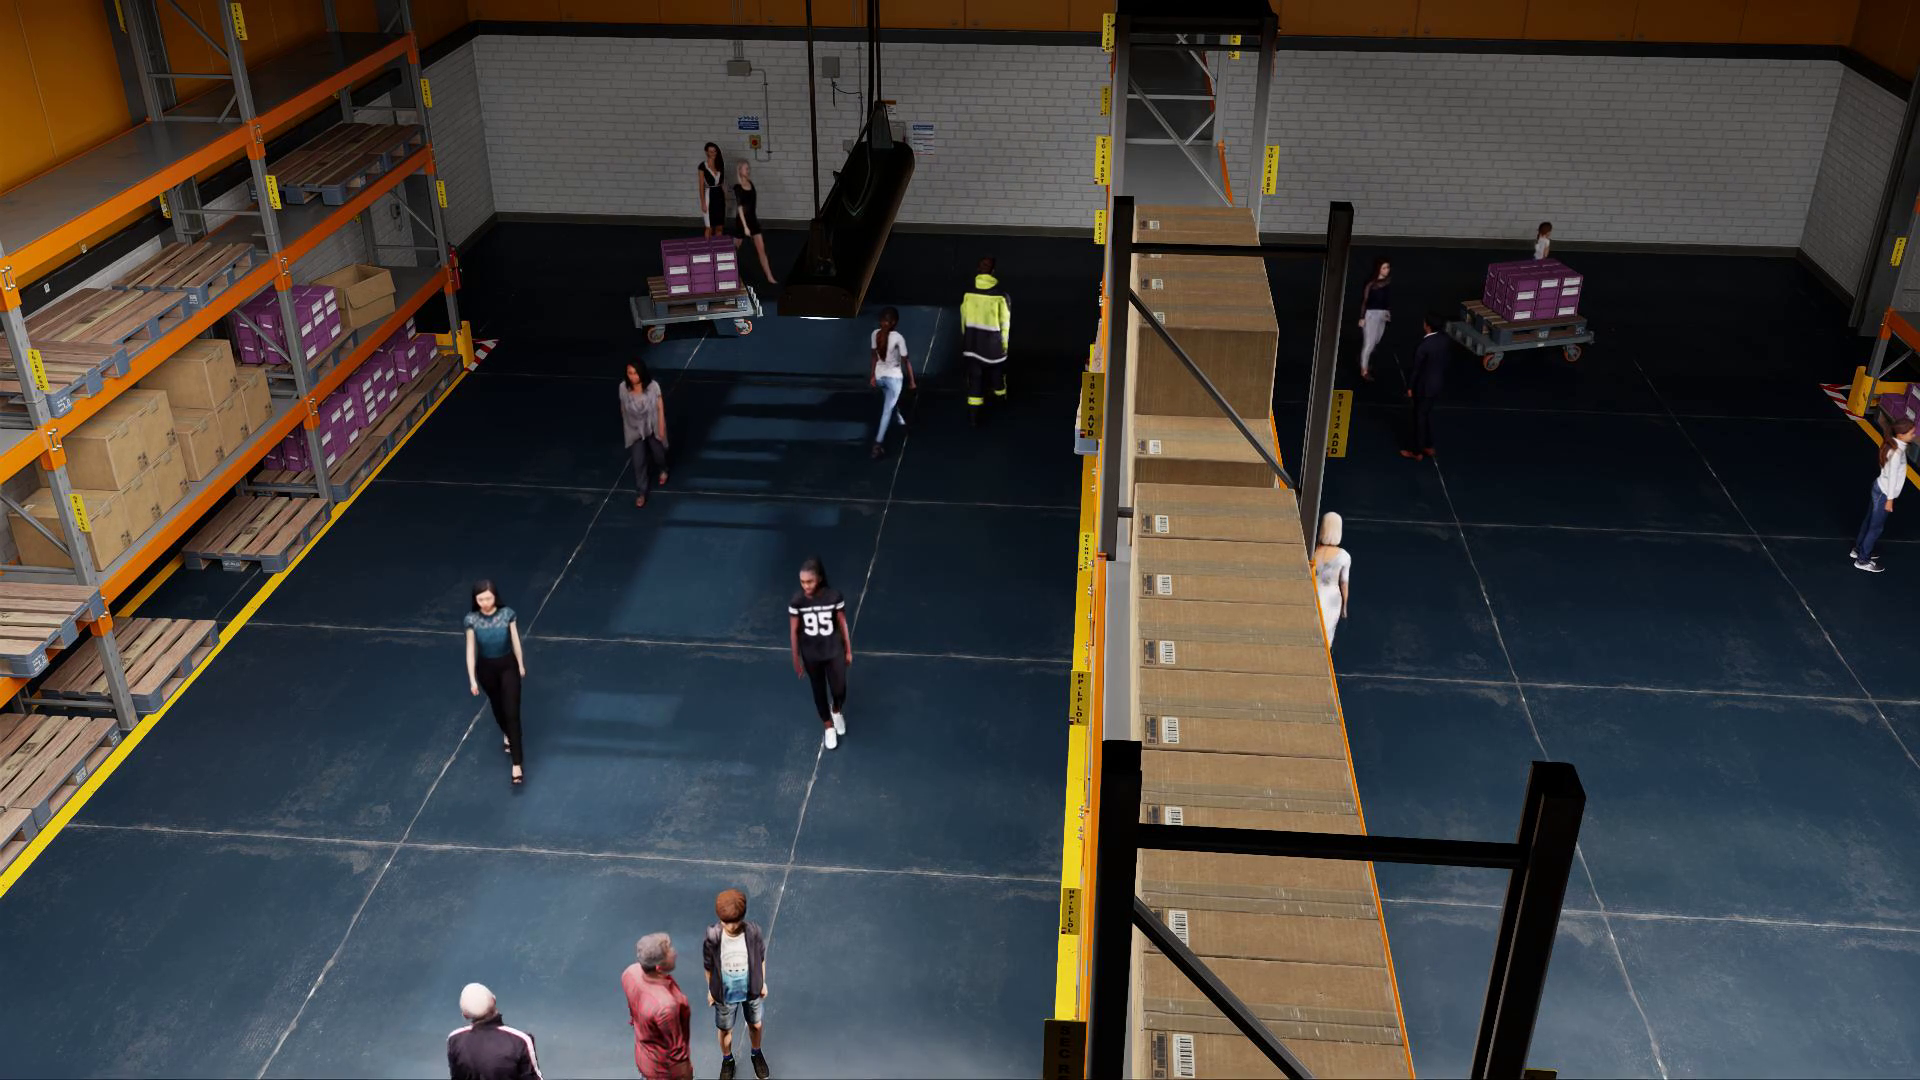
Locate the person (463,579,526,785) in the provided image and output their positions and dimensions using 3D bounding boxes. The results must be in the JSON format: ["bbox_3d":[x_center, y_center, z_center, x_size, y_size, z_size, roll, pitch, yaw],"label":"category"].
[{"bbox_3d":[-3.689,1.024,13.273,0.780,1.706,1.088,-6,29,-11],"label":"person"}]

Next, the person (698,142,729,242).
[{"bbox_3d":[-3.542,-4.822,23.898,0.636,1.795,0.707,-24,36,-36],"label":"person"}]

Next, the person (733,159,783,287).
[{"bbox_3d":[-3.061,-4.370,23.088,0.967,1.777,1.207,14,31,23],"label":"person"}]

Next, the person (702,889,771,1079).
[{"bbox_3d":[-1.381,2.771,10.343,0.603,1.447,0.609,-7,29,-13],"label":"person"}]

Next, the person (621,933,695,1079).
[{"bbox_3d":[-1.706,2.987,9.535,0.931,1.839,0.860,-21,35,-33],"label":"person"}]

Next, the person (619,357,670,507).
[{"bbox_3d":[-3.287,-1.200,17.477,0.698,1.585,0.959,-1,29,-2],"label":"person"}]

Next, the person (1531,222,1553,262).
[{"bbox_3d":[7.995,-3.903,23.047,0.677,0.998,0.700,-11,30,-19],"label":"person"}]

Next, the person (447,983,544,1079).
[{"bbox_3d":[-2.461,3.233,9.122,0.725,1.803,0.638,7,29,13],"label":"person"}]

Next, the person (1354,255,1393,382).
[{"bbox_3d":[5.040,-2.703,20.221,0.886,1.596,0.824,22,36,34],"label":"person"}]

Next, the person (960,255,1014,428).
[{"bbox_3d":[0.256,-2.233,19.011,1.001,1.930,1.281,10,30,18],"label":"person"}]

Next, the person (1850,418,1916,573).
[{"bbox_3d":[8.974,-0.467,16.161,0.634,1.559,0.527,9,30,16],"label":"person"}]

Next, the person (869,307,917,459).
[{"bbox_3d":[-0.820,-1.706,18.314,0.972,1.672,1.208,18,33,29],"label":"person"}]

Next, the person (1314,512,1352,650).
[{"bbox_3d":[3.042,0.604,14.032,0.766,1.718,1.137,10,30,17],"label":"person"}]

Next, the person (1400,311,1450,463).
[{"bbox_3d":[5.134,-1.674,18.201,0.732,1.725,0.773,-19,34,-31],"label":"person"}]

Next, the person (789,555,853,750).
[{"bbox_3d":[-1.129,0.882,13.522,0.704,1.718,0.725,-4,29,-7],"label":"person"}]
